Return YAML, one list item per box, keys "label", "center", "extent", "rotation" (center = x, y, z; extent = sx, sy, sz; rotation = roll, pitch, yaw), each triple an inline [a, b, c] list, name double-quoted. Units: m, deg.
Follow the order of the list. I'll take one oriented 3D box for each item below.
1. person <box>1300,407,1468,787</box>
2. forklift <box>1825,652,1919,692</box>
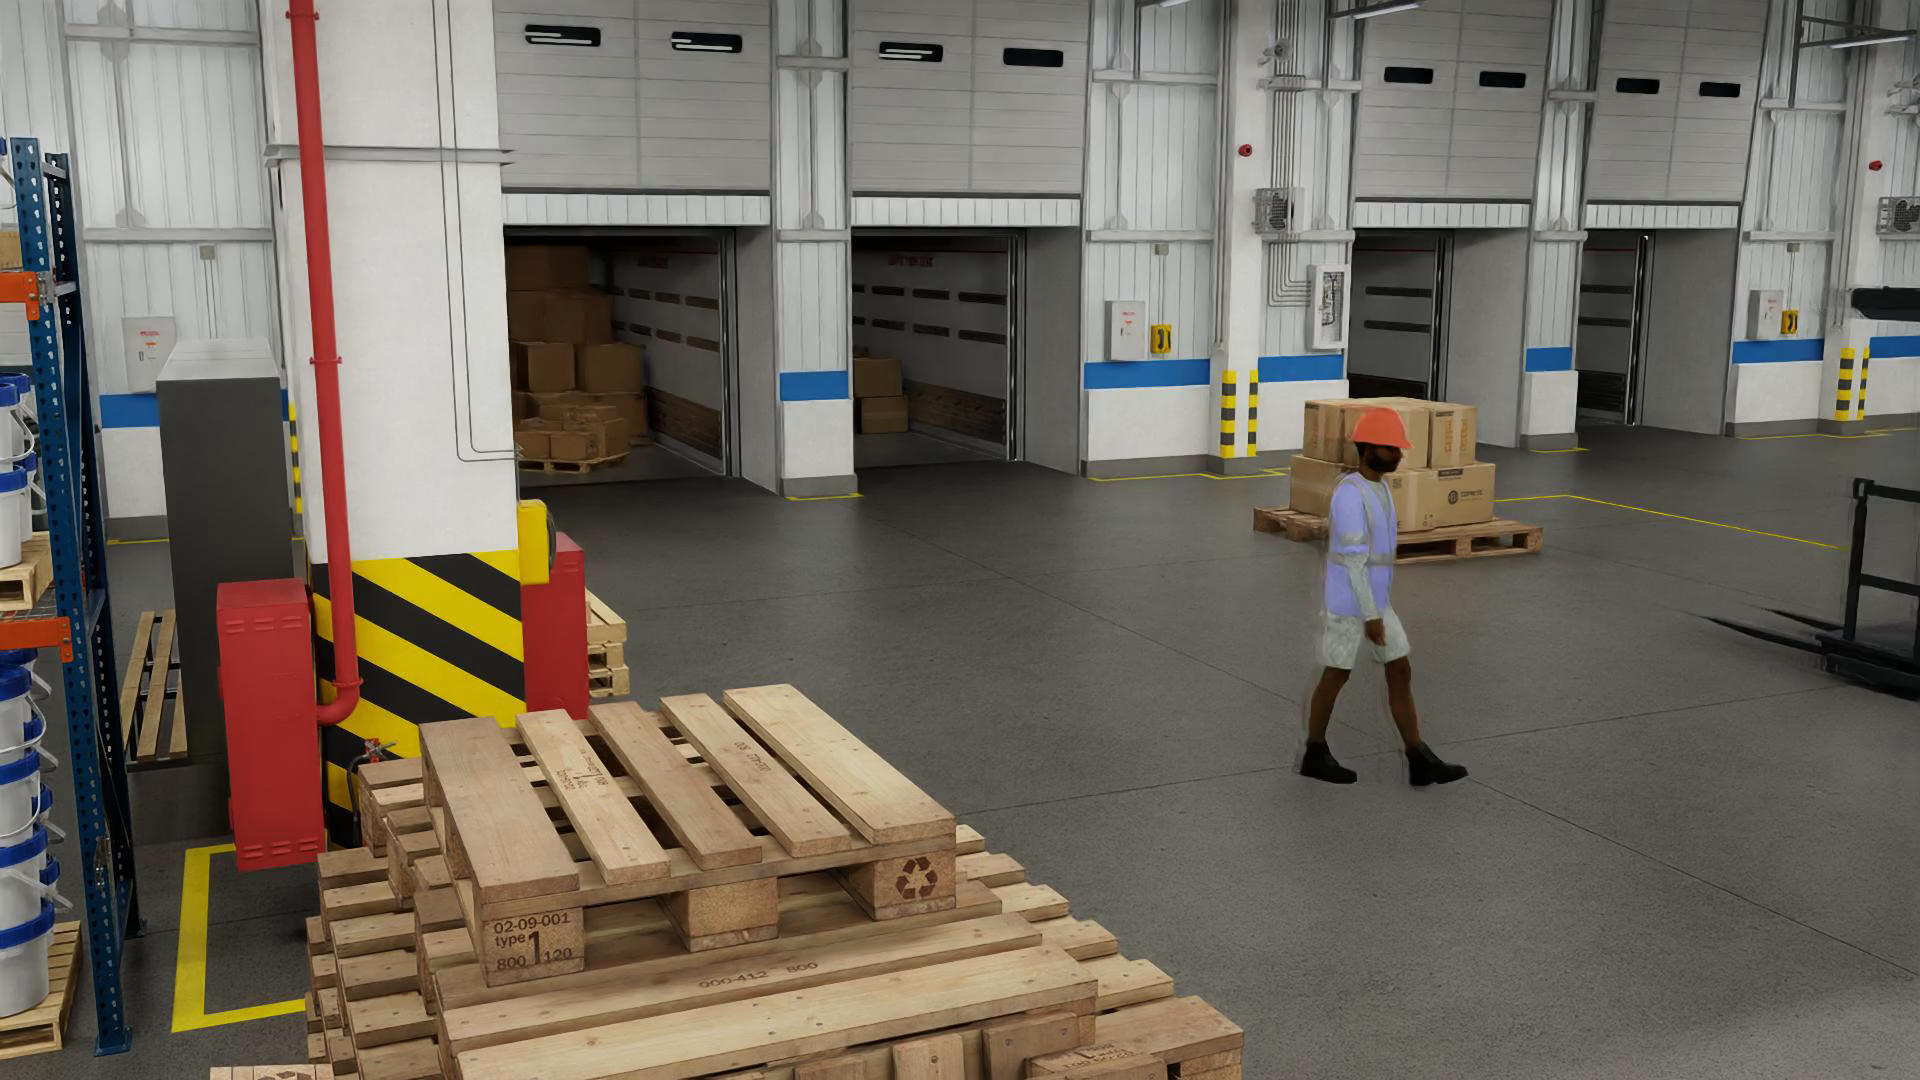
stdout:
- label: "person"
  center: [2.093, 0.315, 8.144]
  extent: [0.892, 1.904, 0.558]
  rotation: [8, 13, 39]
- label: "forklift"
  center: [6.271, -0.417, 9.482]
  extent: [1.129, 2.768, 1.873]
  rotation: [-4, 11, -23]
